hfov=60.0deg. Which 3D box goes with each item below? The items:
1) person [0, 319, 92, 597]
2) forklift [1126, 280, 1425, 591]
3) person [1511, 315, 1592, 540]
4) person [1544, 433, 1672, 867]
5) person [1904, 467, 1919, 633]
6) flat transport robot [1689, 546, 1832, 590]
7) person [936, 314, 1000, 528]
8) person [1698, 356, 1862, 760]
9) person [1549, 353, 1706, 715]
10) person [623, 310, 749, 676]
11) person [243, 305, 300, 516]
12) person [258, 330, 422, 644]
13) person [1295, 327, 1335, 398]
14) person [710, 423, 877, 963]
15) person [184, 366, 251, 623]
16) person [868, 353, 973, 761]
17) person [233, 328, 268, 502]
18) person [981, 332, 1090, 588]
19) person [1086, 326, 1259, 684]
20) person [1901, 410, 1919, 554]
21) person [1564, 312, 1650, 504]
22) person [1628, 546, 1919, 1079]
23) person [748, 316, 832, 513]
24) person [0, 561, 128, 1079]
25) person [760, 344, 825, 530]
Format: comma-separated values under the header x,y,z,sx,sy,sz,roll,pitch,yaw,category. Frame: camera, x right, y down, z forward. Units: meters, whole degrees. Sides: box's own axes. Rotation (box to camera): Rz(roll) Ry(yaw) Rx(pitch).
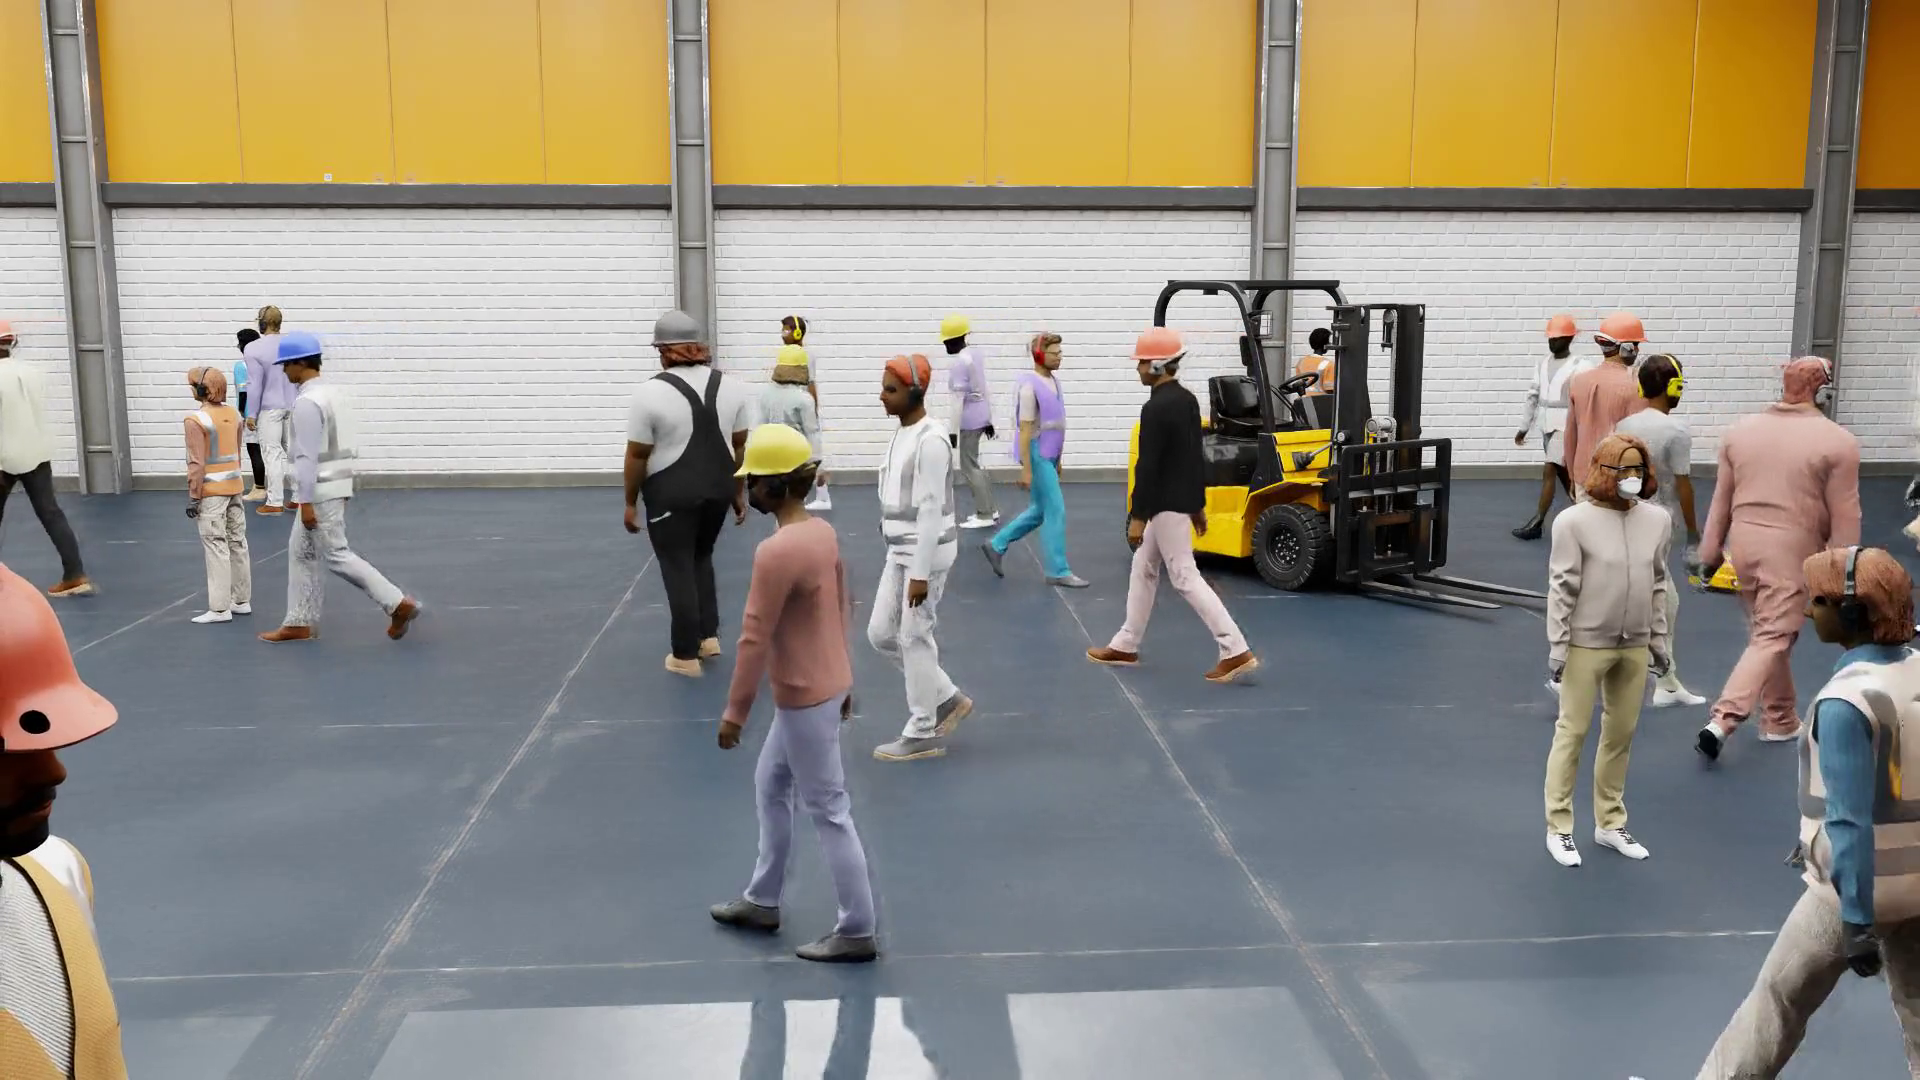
x,y,z,sx,sy,sz,roll,pitch,yaw,category
-6.482,-0.552,11.397,1.061,1.936,0.607,3,9,16,person
2.301,-0.860,12.475,1.214,2.155,2.313,-6,11,-35,forklift
5.077,-0.956,14.069,0.985,1.894,0.551,-4,10,-24,person
2.440,0.409,6.265,0.509,1.632,0.268,-2,9,-15,person
6.135,-0.333,10.292,0.788,1.838,0.533,-2,9,-10,person
5.891,0.181,11.959,1.431,0.197,0.652,-8,12,-41,flat transport robot
0.061,-1.027,14.497,0.525,1.880,0.611,2,9,12,person
3.713,0.089,7.619,0.931,1.861,0.682,-4,10,-25,person
3.405,-0.019,8.348,0.917,1.833,0.519,-2,9,-11,person
-1.562,-0.269,9.248,0.712,2.000,0.581,-8,12,-41,person
-6.309,-1.190,15.351,0.372,1.940,0.630,5,10,29,person
-3.725,-0.299,9.904,0.924,1.906,0.616,-2,9,-9,person
3.590,-1.300,16.825,0.321,1.691,0.531,-5,11,-31,person
-0.598,0.499,5.359,0.751,1.738,0.542,2,9,11,person
-4.746,-0.290,10.620,0.309,1.645,0.514,1,9,9,person
-0.198,0.090,7.532,0.429,1.869,0.570,-3,10,-20,person
-6.906,-1.223,16.305,0.317,1.697,0.540,2,9,13,person
0.536,-0.574,11.858,0.791,1.819,0.579,3,10,20,person
1.198,-0.195,9.122,1.034,1.947,0.619,4,10,25,person
7.782,-0.874,13.096,0.419,2.025,0.602,1,9,8,person
3.906,-0.366,9.995,0.385,1.993,0.623,-4,10,-24,person
2.068,0.801,3.933,0.524,1.589,0.870,-7,11,-36,person
-1.597,-1.157,15.488,0.917,1.828,0.555,-3,10,-20,person
-1.040,0.965,1.822,0.359,1.936,0.552,0,9,0,person
-1.193,-0.520,11.809,0.511,1.727,0.442,8,12,40,person
